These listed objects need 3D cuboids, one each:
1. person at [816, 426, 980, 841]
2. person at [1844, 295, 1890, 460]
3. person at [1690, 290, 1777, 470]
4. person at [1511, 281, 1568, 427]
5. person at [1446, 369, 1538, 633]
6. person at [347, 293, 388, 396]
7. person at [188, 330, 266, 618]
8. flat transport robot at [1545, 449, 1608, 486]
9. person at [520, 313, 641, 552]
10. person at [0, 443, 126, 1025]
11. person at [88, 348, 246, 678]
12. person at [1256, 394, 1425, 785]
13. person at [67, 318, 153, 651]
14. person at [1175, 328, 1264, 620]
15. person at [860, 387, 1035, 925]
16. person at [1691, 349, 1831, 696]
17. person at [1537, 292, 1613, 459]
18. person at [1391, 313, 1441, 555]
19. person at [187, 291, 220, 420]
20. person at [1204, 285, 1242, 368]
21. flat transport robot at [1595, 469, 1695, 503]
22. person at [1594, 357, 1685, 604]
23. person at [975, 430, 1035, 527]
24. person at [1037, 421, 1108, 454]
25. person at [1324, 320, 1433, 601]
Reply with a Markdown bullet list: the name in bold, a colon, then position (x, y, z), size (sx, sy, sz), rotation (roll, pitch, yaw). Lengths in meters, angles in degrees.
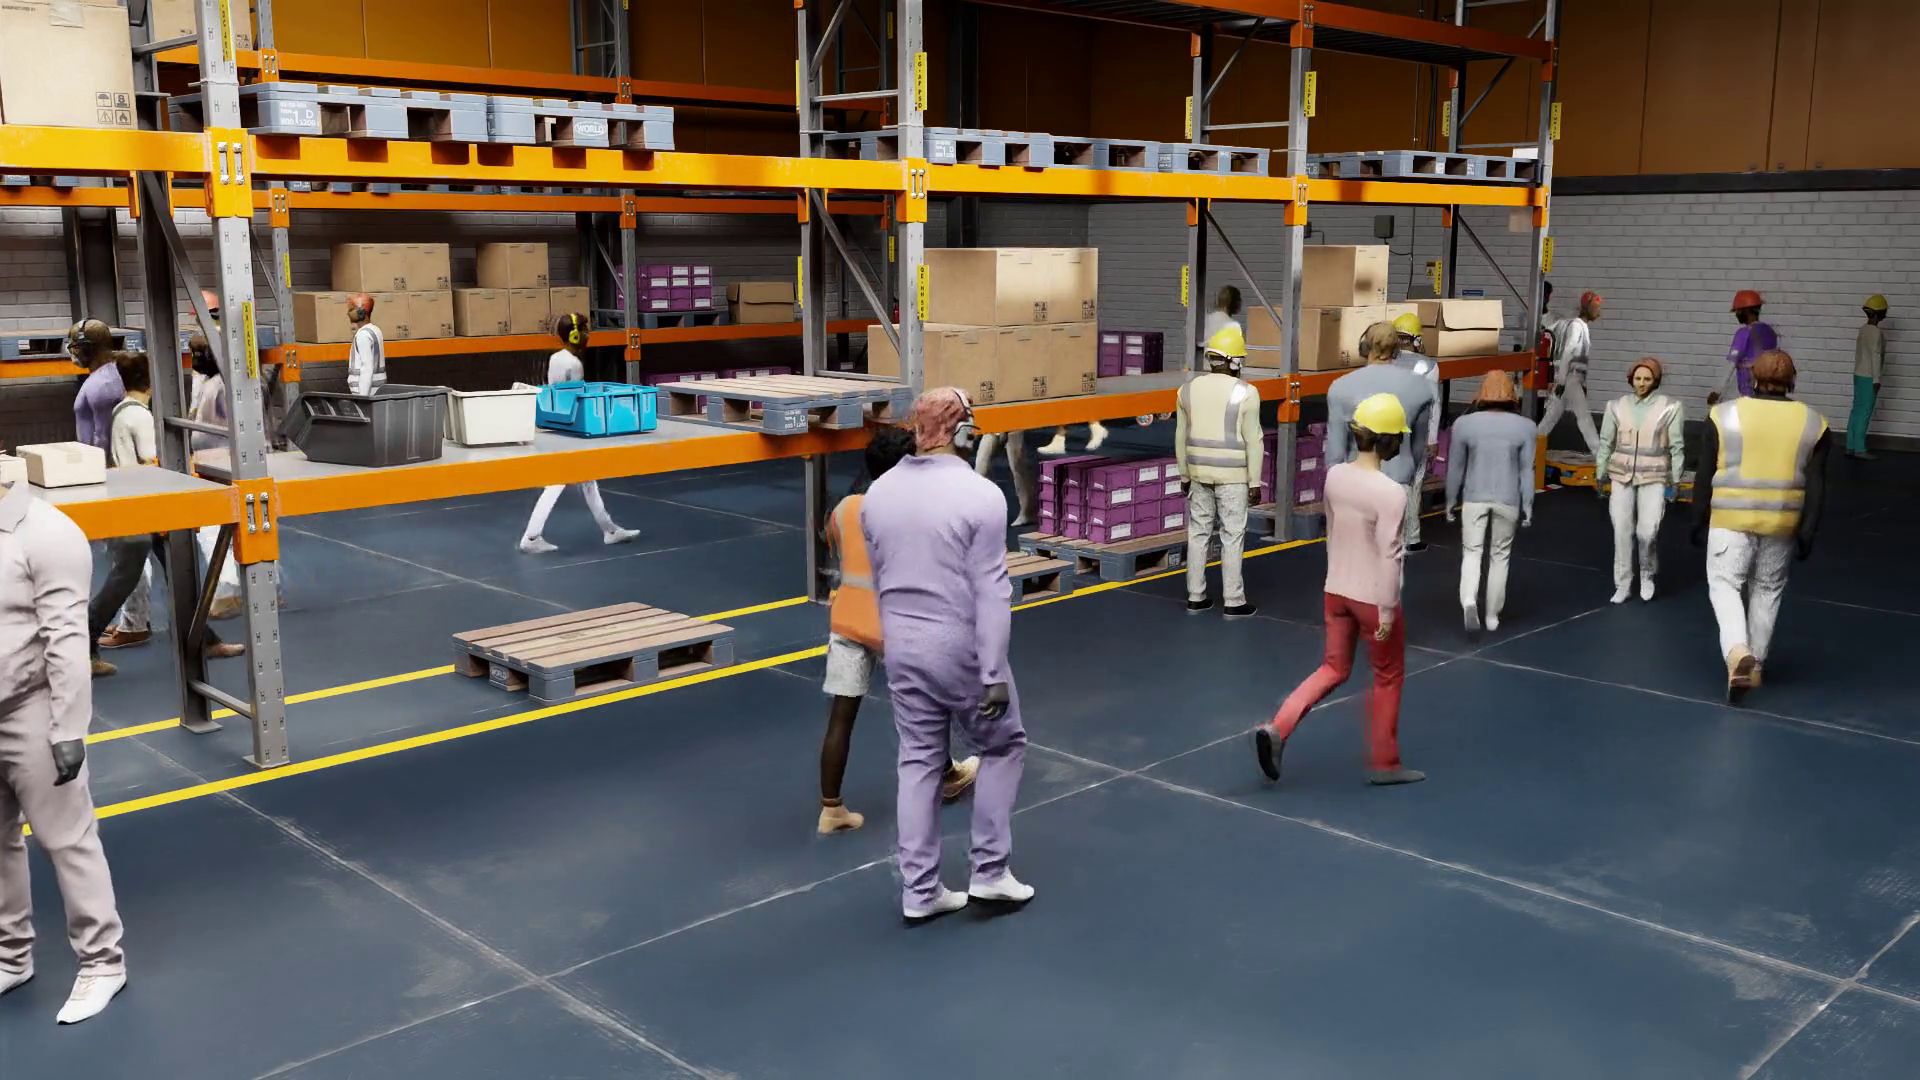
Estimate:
- **person**: position (-0.273, 0.354, 6.795), size (0.537, 1.639, 0.899), rotation (8, 13, 37)
- **person**: position (9.816, -1.754, 17.947), size (0.301, 1.771, 0.533), rotation (2, 11, 10)
- **person**: position (7.641, -1.471, 16.141), size (0.582, 1.872, 1.018), rotation (-9, 14, -40)
- **person**: position (6.442, -1.911, 18.394), size (0.825, 1.932, 0.635), rotation (-10, 14, -42)
- **person**: position (3.179, -0.212, 9.983), size (0.513, 1.613, 0.625), rotation (4, 11, 19)
- **person**: position (-5.429, -1.314, 15.238), size (0.355, 1.884, 0.576), rotation (-2, 11, -12)
- **person**: position (-4.688, -0.416, 10.530), size (0.632, 1.817, 0.640), rotation (-5, 11, -25)
- **flat transport robot**: position (5.995, -0.730, 16.455), size (0.652, 0.197, 1.431), rotation (-2, 11, -13)
- **person**: position (-2.958, -0.816, 12.712), size (0.980, 1.824, 0.543), rotation (-6, 12, -29)
- **person**: position (-2.931, 0.549, 5.066), size (0.641, 1.899, 0.396), rotation (2, 11, 10)
- **person**: position (-4.546, -0.152, 9.166), size (0.954, 1.801, 0.517), rotation (-6, 12, -30)
- **person**: position (1.680, 0.237, 7.163), size (0.724, 1.740, 0.525), rotation (-5, 12, -27)
- **person**: position (-4.956, -0.325, 9.715), size (0.370, 1.934, 0.627), rotation (-3, 11, -18)
- **person**: position (1.647, -0.415, 10.478), size (0.601, 1.830, 0.404), rotation (8, 13, 38)
- **person**: position (-0.017, 0.403, 5.880), size (0.661, 1.877, 0.644), rotation (8, 13, 38)
- **person**: position (4.166, -0.081, 8.682), size (0.625, 1.823, 0.748), rotation (3, 11, 15)
- **person**: position (6.387, -1.647, 17.231), size (1.015, 1.820, 0.623), rotation (4, 11, 22)
- **person**: position (3.361, -0.803, 12.624), size (0.588, 1.827, 0.403), rotation (9, 14, 41)
- **person**: position (-6.519, -1.208, 14.551), size (0.432, 1.932, 0.560), rotation (3, 11, 14)
- **person**: position (2.639, -1.523, 16.285), size (0.647, 1.920, 0.642), rotation (-4, 11, -22)
- **flat transport robot**: position (6.564, -0.486, 15.124), size (0.652, 0.197, 1.431), rotation (-5, 11, -25)
- **person**: position (4.397, -0.376, 10.805), size (0.546, 1.622, 0.373), rotation (8, 13, 37)
- **person**: position (0.282, -0.876, 13.619), size (0.831, 1.603, 0.530), rotation (-8, 13, -36)
- **person**: position (1.226, -1.940, 18.248), size (0.703, 2.027, 0.629), rotation (-1, 10, -6)
- **person**: position (2.429, -0.335, 9.833), size (0.630, 1.902, 0.872), rotation (0, 10, 2)
